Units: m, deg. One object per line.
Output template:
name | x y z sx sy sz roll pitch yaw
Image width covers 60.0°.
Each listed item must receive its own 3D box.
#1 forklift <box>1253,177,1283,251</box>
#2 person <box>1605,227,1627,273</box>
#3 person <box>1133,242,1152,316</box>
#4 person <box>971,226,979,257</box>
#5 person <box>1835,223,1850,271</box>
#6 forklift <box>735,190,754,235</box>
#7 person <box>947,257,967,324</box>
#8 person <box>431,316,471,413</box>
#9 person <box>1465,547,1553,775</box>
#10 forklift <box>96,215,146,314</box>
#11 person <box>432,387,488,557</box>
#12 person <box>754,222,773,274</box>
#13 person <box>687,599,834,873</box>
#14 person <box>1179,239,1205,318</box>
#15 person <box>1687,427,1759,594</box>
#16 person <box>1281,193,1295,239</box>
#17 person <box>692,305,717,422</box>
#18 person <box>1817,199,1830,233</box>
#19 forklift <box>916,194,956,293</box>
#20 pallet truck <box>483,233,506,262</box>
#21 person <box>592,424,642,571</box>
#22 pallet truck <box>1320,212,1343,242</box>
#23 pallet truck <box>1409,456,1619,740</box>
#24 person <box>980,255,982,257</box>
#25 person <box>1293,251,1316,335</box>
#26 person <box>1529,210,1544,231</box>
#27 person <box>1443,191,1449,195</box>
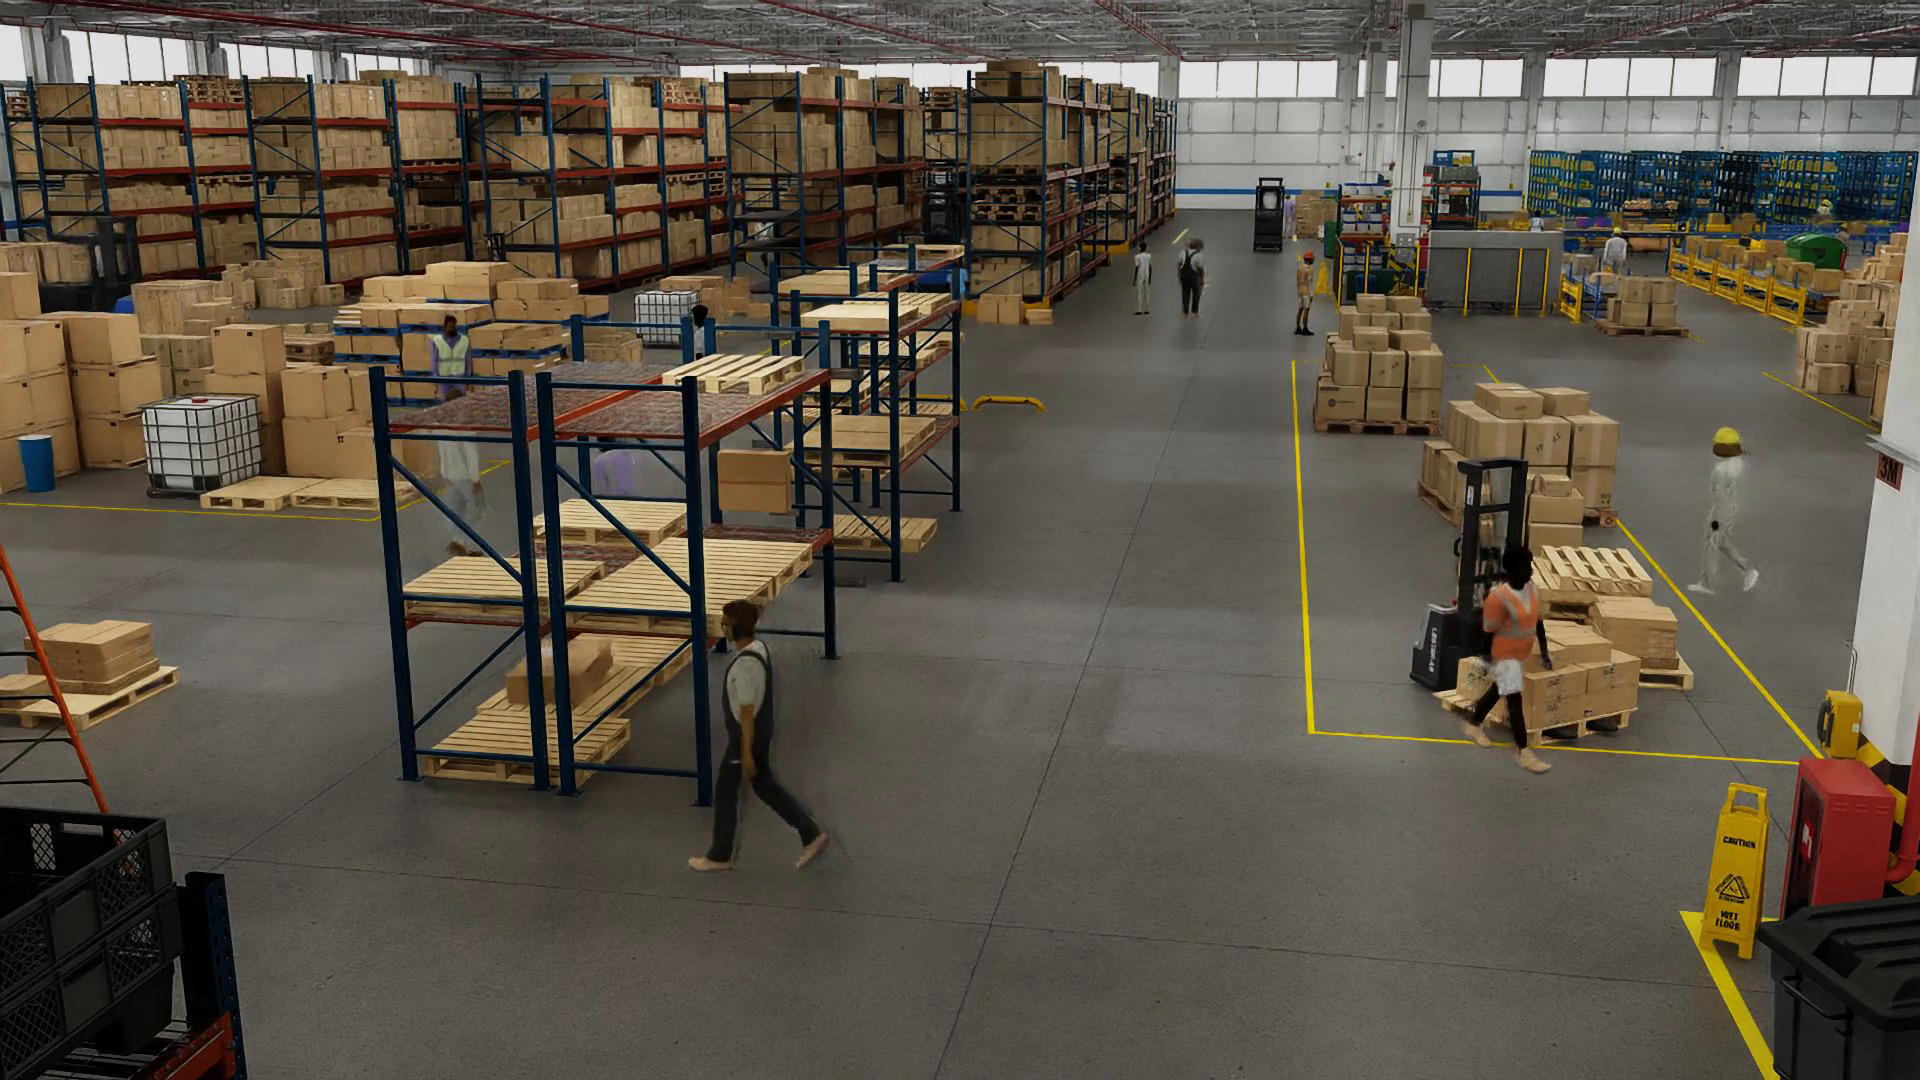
forklift | 12.083 -12.747 64.956 1.129 2.768 1.873 3 14 10
person | 19.450 -8.369 49.373 0.597 1.817 0.536 3 14 11
person | 4.629 -6.637 42.245 0.521 1.865 0.328 -6 15 -23
person | 0.690 -9.835 55.192 0.663 1.871 0.858 6 15 23
person | 27.870 -9.137 52.588 0.304 1.772 0.526 -7 16 -27
forklift | -9.251 -14.935 73.841 1.129 2.768 1.873 3 14 10
person | -0.052 -5.991 40.008 0.540 1.678 0.661 -5 15 -21
person | -7.777 -2.503 25.461 0.597 1.873 0.992 -6 15 -24
person | 4.085 0.842 12.311 0.531 1.649 0.874 -10 17 -36
forklift | -18.052 -5.604 35.954 1.873 2.768 1.129 3 14 10
person | -5.388 -0.688 17.949 0.649 1.929 0.442 9 17 33
person | -6.419 -9.748 54.571 0.615 2.017 0.810 3 14 11
person | -1.260 1.237 10.388 0.888 1.816 0.519 2 14 8
person | 5.871 -6.615 41.789 0.762 2.000 0.534 12 18 41
person | 7.708 -0.276 16.685 0.506 1.725 0.563 -13 19 -43
person | 14.227 -14.079 72.304 0.627 1.940 0.377 4 14 16
person | -4.008 -2.717 26.146 0.394 1.955 0.606 4 14 16
person | 35.690 -13.147 68.735 0.404 1.833 0.587 -7 15 -26
forklift | -0.590 -8.562 47.965 1.129 2.768 1.873 3 14 10
pallet truck | -11.832 -7.026 43.548 1.885 1.965 0.823 8 16 28
person | -3.387 -0.280 16.430 1.005 1.871 0.608 8 16 29
pallet truck | 15.874 -13.227 70.310 0.680 1.201 1.601 10 17 35
pallet truck | 4.504 0.400 13.395 0.823 1.965 1.885 -6 15 -23
person | 0.855 -9.277 53.303 0.539 1.695 0.319 -7 16 -27
person | 7.897 -5.643 38.118 0.519 1.944 0.560 -5 15 -20
person | 21.677 -11.554 62.578 0.536 1.690 0.324 8 16 29
person | 22.065 -14.855 75.470 0.901 1.963 0.630 -13 19 -42
